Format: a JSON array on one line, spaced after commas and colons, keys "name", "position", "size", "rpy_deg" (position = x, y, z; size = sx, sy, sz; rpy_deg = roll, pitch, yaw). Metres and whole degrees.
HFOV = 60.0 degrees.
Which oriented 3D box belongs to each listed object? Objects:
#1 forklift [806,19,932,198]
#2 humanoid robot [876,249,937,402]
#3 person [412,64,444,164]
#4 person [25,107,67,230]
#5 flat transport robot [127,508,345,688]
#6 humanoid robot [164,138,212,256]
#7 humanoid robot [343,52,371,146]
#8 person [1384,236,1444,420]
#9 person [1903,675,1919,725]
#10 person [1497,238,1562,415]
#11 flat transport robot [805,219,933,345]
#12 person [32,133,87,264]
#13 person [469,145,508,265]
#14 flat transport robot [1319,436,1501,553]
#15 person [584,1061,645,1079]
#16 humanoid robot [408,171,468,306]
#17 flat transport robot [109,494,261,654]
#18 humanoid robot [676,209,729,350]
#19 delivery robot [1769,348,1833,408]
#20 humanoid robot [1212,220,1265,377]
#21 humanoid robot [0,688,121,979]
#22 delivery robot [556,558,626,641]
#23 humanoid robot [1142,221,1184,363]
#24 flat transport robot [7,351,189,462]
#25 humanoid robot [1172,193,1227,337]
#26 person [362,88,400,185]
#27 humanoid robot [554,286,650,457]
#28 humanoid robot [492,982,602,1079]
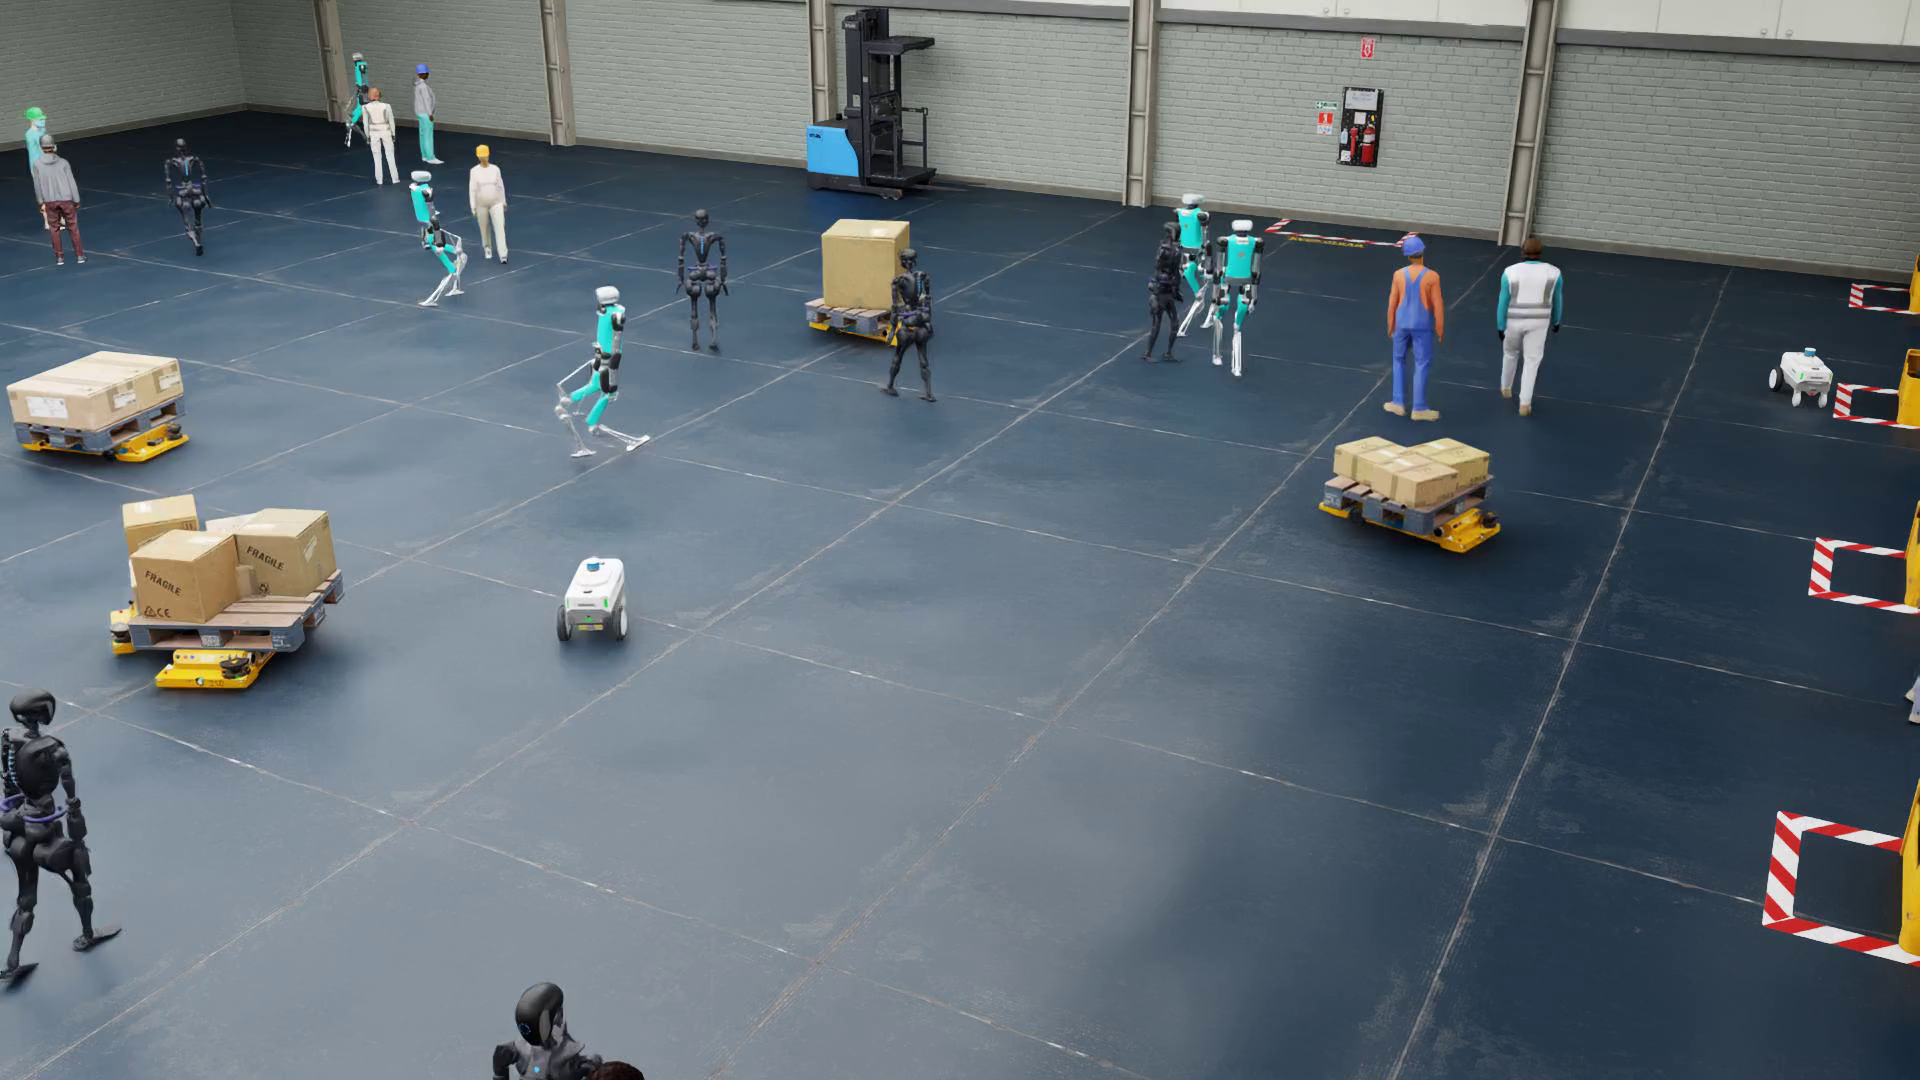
[{"name": "forklift", "position": [-1.573, -7.292, 27.850], "size": [1.873, 2.768, 1.129], "rpy_deg": [12, 26, 25]}, {"name": "humanoid robot", "position": [-0.555, -2.319, 17.806], "size": [0.614, 1.629, 0.717], "rpy_deg": [-21, 31, -40]}, {"name": "person", "position": [-9.753, -7.778, 30.362], "size": [0.361, 1.777, 0.527], "rpy_deg": [-14, 27, -29]}, {"name": "person", "position": [-13.863, -5.626, 25.243], "size": [0.457, 1.855, 0.568], "rpy_deg": [0, 23, 1]}, {"name": "flat transport robot", "position": [-5.395, 0.707, 12.518], "size": [0.659, 0.231, 1.431], "rpy_deg": [1, 23, 2]}, {"name": "humanoid robot", "position": [-11.081, -4.932, 23.923], "size": [0.600, 1.652, 0.734], "rpy_deg": [-17, 28, -34]}, {"name": "humanoid robot", "position": [-11.718, -8.408, 31.991], "size": [0.807, 1.851, 0.559], "rpy_deg": [-11, 25, -23]}, {"name": "person", "position": [4.756, -2.183, 17.214], "size": [0.689, 1.876, 0.348], "rpy_deg": [13, 26, 27]}, {"name": "person", "position": [6.731, 0.473, 11.176], "size": [0.397, 1.745, 0.536], "rpy_deg": [1, 23, 2]}, {"name": "person", "position": [5.986, -2.289, 17.556], "size": [0.649, 1.793, 0.946], "rpy_deg": [7, 24, 15]}, {"name": "flat transport robot", "position": [-1.102, -2.633, 20.292], "size": [1.431, 0.231, 0.659], "rpy_deg": [16, 28, 32]}, {"name": "person", "position": [-12.664, -4.786, 23.360], "size": [0.550, 1.806, 0.381], "rpy_deg": [-10, 25, -22]}, {"name": "person", "position": [-6.633, -4.727, 23.415], "size": [0.502, 1.645, 0.897], "rpy_deg": [-7, 24, -16]}, {"name": "flat transport robot", "position": [3.972, -0.243, 14.728], "size": [1.431, 0.231, 0.659], "rpy_deg": [21, 31, 40]}, {"name": "person", "position": [-1.177, 2.645, 5.914], "size": [0.393, 1.922, 0.590], "rpy_deg": [-3, 23, -7]}, {"name": "humanoid robot", "position": [-6.633, -3.868, 21.328], "size": [0.912, 1.768, 0.541], "rpy_deg": [-19, 29, -37]}, {"name": "flat transport robot", "position": [-5.770, 0.561, 12.857], "size": [1.431, 0.231, 0.659], "rpy_deg": [-11, 26, -24]}, {"name": "humanoid robot", "position": [-3.027, -3.040, 19.469], "size": [0.615, 1.644, 0.370], "rpy_deg": [-5, 24, -12]}, {"name": "delivery robot", "position": [9.112, -1.774, 17.954], "size": [0.499, 0.614, 0.791], "rpy_deg": [4, 23, 8]}, {"name": "humanoid robot", "position": [3.071, -2.779, 18.797], "size": [0.550, 1.785, 0.874], "rpy_deg": [-1, 23, -2]}, {"name": "humanoid robot", "position": [-4.924, 1.558, 8.803], "size": [0.609, 1.646, 0.607], "rpy_deg": [15, 28, 32]}, {"name": "delivery robot", "position": [-2.803, 0.432, 12.788], "size": [0.499, 0.589, 0.782], "rpy_deg": [0, 23, -1]}, {"name": "humanoid robot", "position": [2.331, -2.830, 18.976], "size": [0.450, 1.638, 0.609], "rpy_deg": [15, 28, 31]}, {"name": "flat transport robot", "position": [-8.503, -1.026, 16.551], "size": [1.431, 0.231, 0.659], "rpy_deg": [7, 24, 15]}, {"name": "humanoid robot", "position": [2.922, -3.297, 19.992], "size": [0.850, 1.792, 0.549], "rpy_deg": [-19, 30, -37]}, {"name": "person", "position": [-9.946, -6.928, 28.553], "size": [0.513, 1.640, 0.308], "rpy_deg": [-6, 24, -14]}, {"name": "humanoid robot", "position": [-3.496, -1.537, 15.847], "size": [0.998, 1.718, 0.553], "rpy_deg": [-12, 26, -25]}, {"name": "humanoid robot", "position": [-1.556, 2.488, 6.623], "size": [0.610, 1.646, 0.611], "rpy_deg": [6, 24, 14]}]
